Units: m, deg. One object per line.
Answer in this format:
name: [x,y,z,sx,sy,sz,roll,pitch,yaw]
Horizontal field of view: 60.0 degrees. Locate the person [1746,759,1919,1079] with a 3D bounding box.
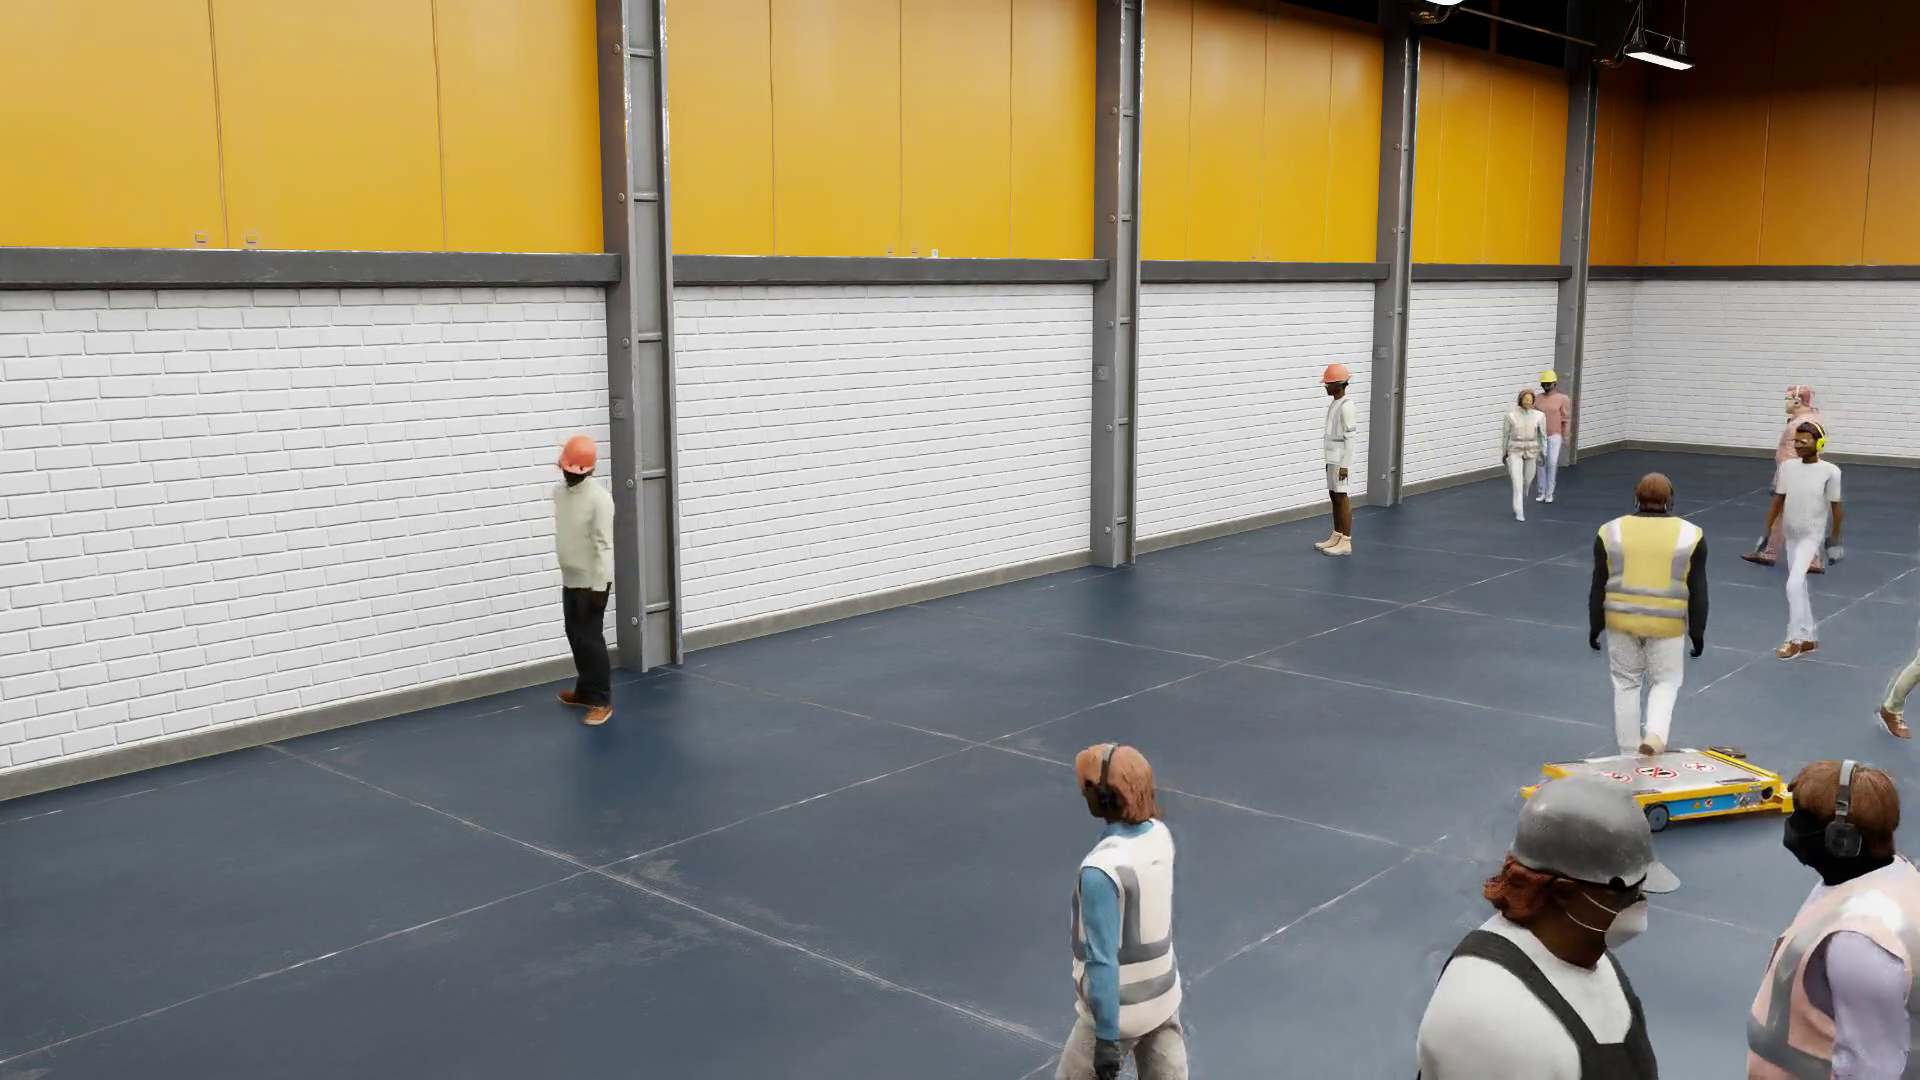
person: [2.084,1.419,4.170,0.880,1.804,0.623,7,11,37]

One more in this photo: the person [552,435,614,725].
person: [-2.533,0.252,11.086,0.480,1.943,0.777,-8,12,-42]

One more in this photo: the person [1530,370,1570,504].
person: [7.636,-1.342,21.710,0.543,1.743,0.661,6,11,32]

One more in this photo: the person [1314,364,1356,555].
person: [4.007,-0.858,17.742,0.386,2.039,0.615,0,9,-3]

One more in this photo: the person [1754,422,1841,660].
person: [6.481,0.004,12.955,0.734,1.845,0.522,-4,10,-21]

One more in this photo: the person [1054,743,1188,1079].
person: [0.420,1.384,5.027,0.839,1.591,0.548,6,11,33]

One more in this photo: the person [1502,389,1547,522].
person: [6.913,-1.062,20.407,0.517,1.605,0.807,1,9,9]

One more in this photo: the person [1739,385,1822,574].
person: [8.297,-0.618,16.749,0.895,1.870,0.674,7,11,36]

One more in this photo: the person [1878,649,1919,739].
person: [6.178,0.427,10.373,0.511,1.832,0.976,-1,9,-9]

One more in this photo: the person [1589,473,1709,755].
person: [4.044,0.516,9.812,0.656,1.822,0.549,4,10,25]

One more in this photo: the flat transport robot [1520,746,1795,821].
flat transport robot: [3.931,1.375,9.260,1.431,0.197,0.652,-3,9,-17]
